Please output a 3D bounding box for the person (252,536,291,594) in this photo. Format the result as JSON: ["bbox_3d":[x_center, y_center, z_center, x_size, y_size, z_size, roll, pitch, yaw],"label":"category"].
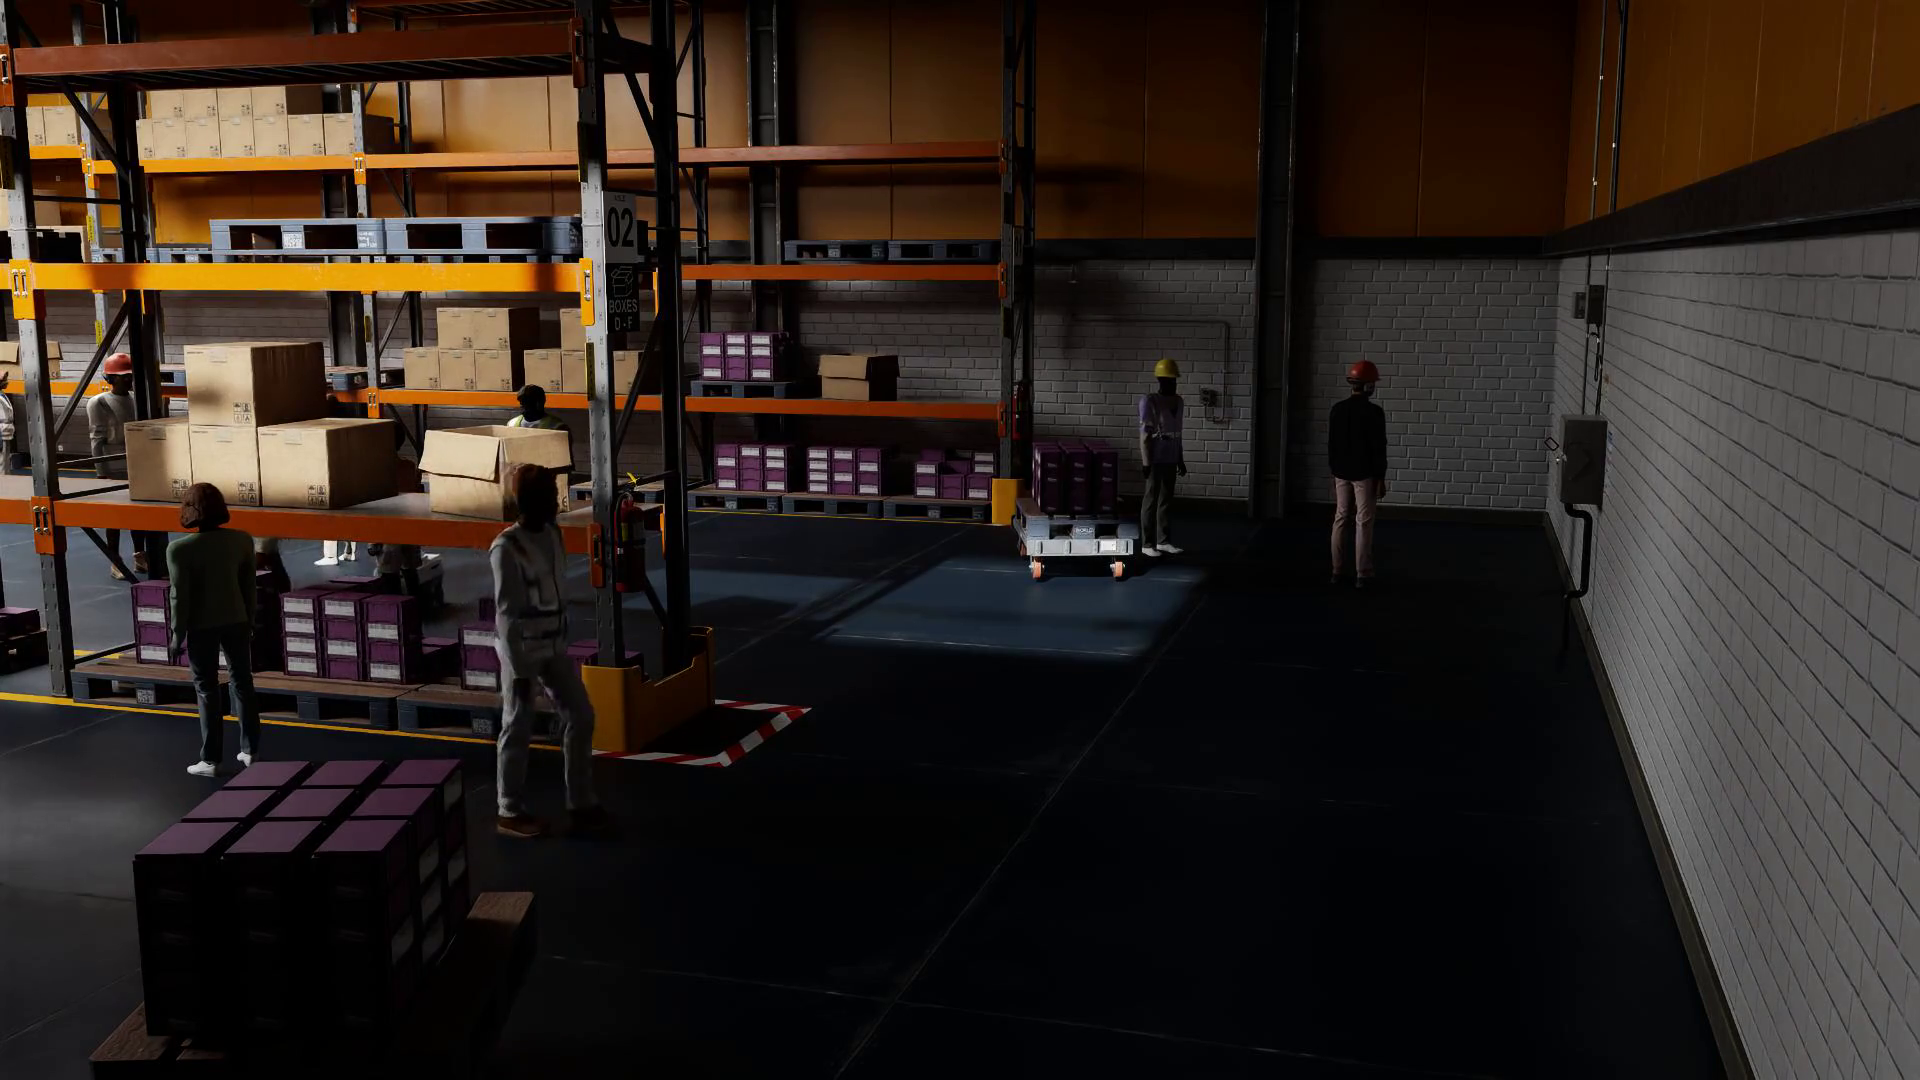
[{"bbox_3d":[-5.391,-0.193,12.586,0.562,1.895,0.904,6,11,33],"label":"person"}]

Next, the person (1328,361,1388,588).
[{"bbox_3d":[3.509,-0.577,14.634,0.381,1.994,0.614,-7,12,-36],"label":"person"}]

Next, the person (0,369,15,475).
[{"bbox_3d":[-11.182,-1.174,19.389,0.314,1.629,0.509,-3,10,-20],"label":"person"}]

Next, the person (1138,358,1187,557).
[{"bbox_3d":[1.989,-0.804,16.220,0.585,1.928,0.369,-8,13,-42],"label":"person"}]

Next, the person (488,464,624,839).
[{"bbox_3d":[-1.972,0.563,8.089,0.764,1.857,0.620,3,10,17],"label":"person"}]

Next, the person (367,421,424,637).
[{"bbox_3d":[-4.170,-0.040,12.268,0.318,1.697,0.535,3,10,17],"label":"person"}]

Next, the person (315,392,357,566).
[{"bbox_3d":[-5.924,-0.578,15.704,0.309,1.645,0.514,4,10,25],"label":"person"}]

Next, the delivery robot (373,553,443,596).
[{"bbox_3d":[-4.496,0.270,13.563,0.477,0.478,0.707,1,9,3],"label":"delivery robot"}]

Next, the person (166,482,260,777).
[{"bbox_3d":[-4.125,0.491,9.213,0.286,1.636,0.500,7,12,36],"label":"person"}]

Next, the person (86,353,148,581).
[{"bbox_3d":[-7.517,-0.664,15.019,0.374,2.043,0.614,4,10,25],"label":"person"}]

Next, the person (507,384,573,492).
[{"bbox_3d":[-3.543,-0.377,13.881,0.634,1.842,0.429,3,10,19],"label":"person"}]
